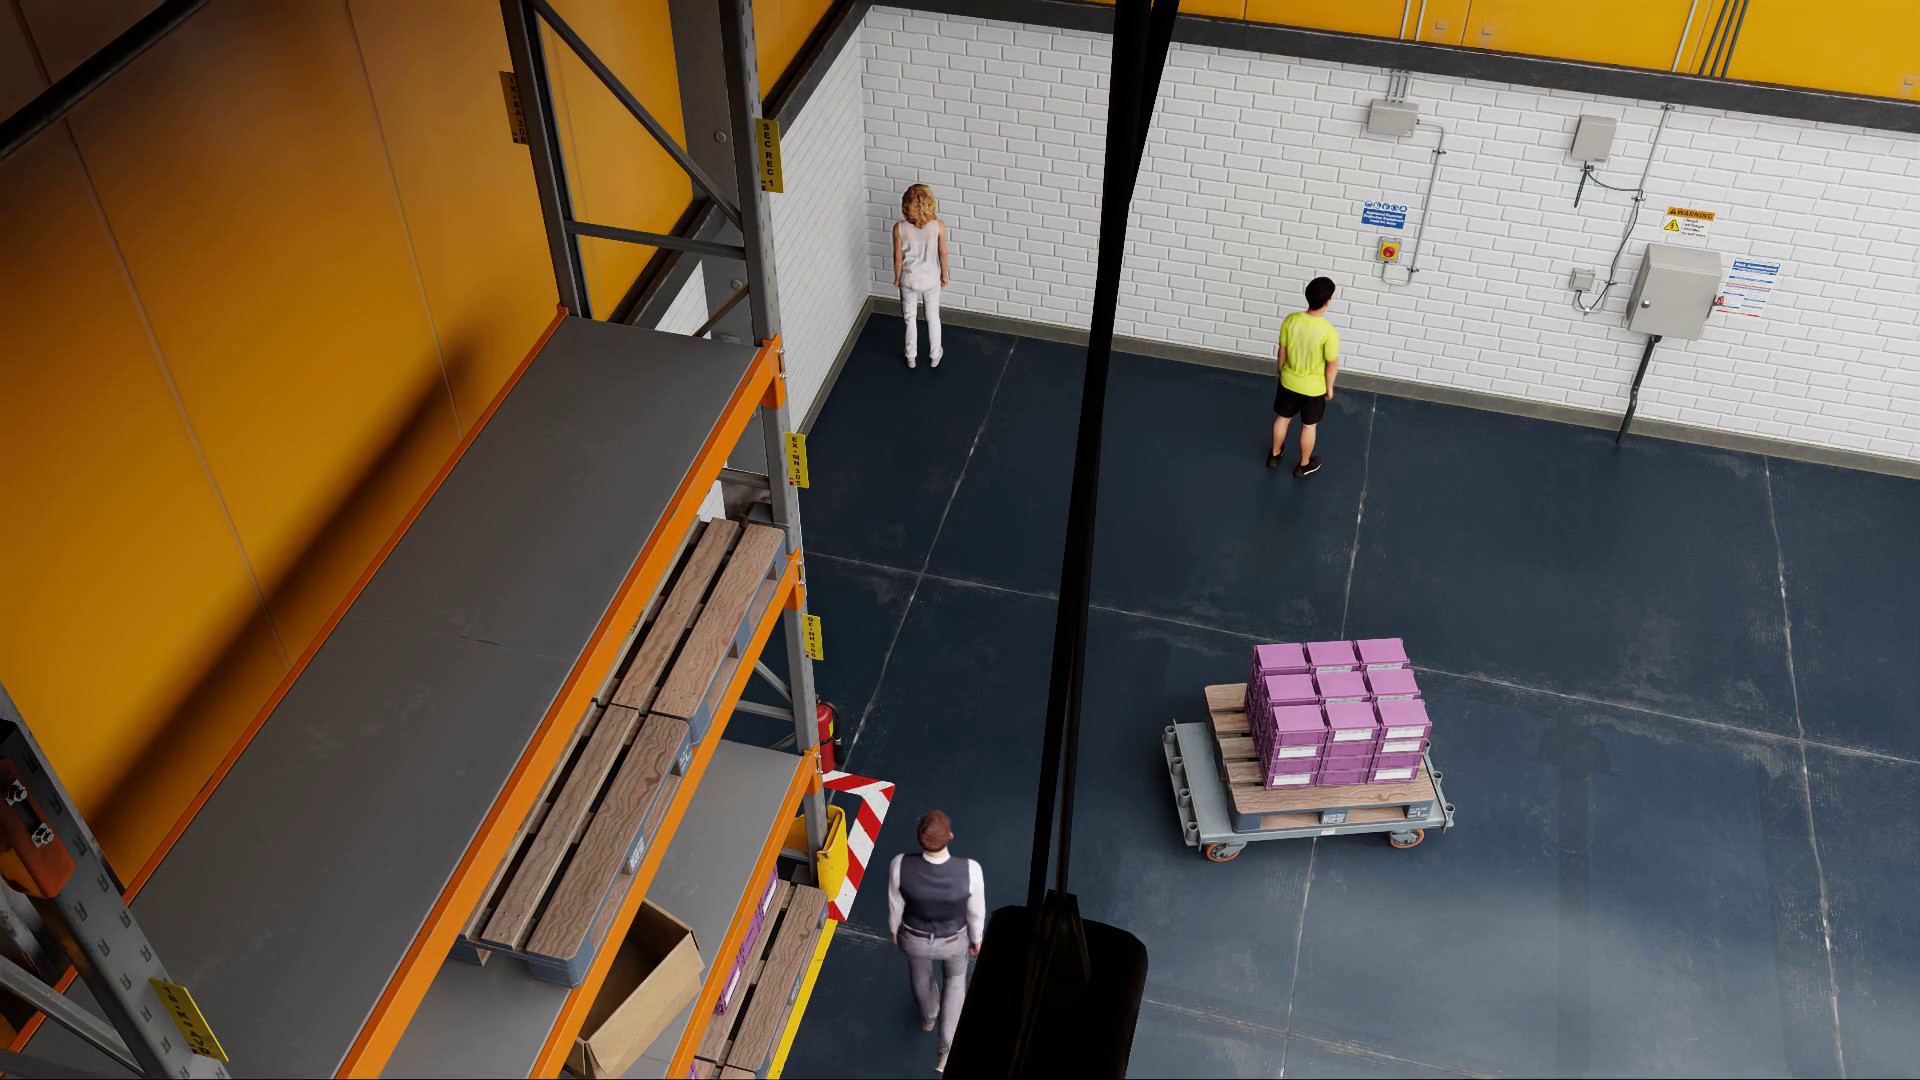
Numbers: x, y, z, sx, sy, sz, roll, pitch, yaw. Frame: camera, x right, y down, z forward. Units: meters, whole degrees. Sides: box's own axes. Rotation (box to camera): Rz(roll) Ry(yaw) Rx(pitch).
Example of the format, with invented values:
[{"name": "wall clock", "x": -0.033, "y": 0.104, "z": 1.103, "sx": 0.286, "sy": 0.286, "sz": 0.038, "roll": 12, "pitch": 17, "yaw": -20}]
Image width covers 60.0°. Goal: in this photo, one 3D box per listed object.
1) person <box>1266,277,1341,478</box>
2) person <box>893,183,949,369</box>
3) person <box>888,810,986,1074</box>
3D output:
[{"name": "person", "x": 2.549, "y": -1.198, "z": 12.297, "sx": 0.689, "sy": 1.708, "sz": 0.654, "roll": 26, "pitch": 49, "yaw": 25}, {"name": "person", "x": -0.321, "y": -2.100, "z": 13.271, "sx": 0.654, "sy": 1.671, "sz": 0.640, "roll": -3, "pitch": 44, "yaw": -3}, {"name": "person", "x": -0.137, "y": 2.121, "z": 8.662, "sx": 0.777, "sy": 1.916, "sz": 1.010, "roll": 2, "pitch": 44, "yaw": 2}]
